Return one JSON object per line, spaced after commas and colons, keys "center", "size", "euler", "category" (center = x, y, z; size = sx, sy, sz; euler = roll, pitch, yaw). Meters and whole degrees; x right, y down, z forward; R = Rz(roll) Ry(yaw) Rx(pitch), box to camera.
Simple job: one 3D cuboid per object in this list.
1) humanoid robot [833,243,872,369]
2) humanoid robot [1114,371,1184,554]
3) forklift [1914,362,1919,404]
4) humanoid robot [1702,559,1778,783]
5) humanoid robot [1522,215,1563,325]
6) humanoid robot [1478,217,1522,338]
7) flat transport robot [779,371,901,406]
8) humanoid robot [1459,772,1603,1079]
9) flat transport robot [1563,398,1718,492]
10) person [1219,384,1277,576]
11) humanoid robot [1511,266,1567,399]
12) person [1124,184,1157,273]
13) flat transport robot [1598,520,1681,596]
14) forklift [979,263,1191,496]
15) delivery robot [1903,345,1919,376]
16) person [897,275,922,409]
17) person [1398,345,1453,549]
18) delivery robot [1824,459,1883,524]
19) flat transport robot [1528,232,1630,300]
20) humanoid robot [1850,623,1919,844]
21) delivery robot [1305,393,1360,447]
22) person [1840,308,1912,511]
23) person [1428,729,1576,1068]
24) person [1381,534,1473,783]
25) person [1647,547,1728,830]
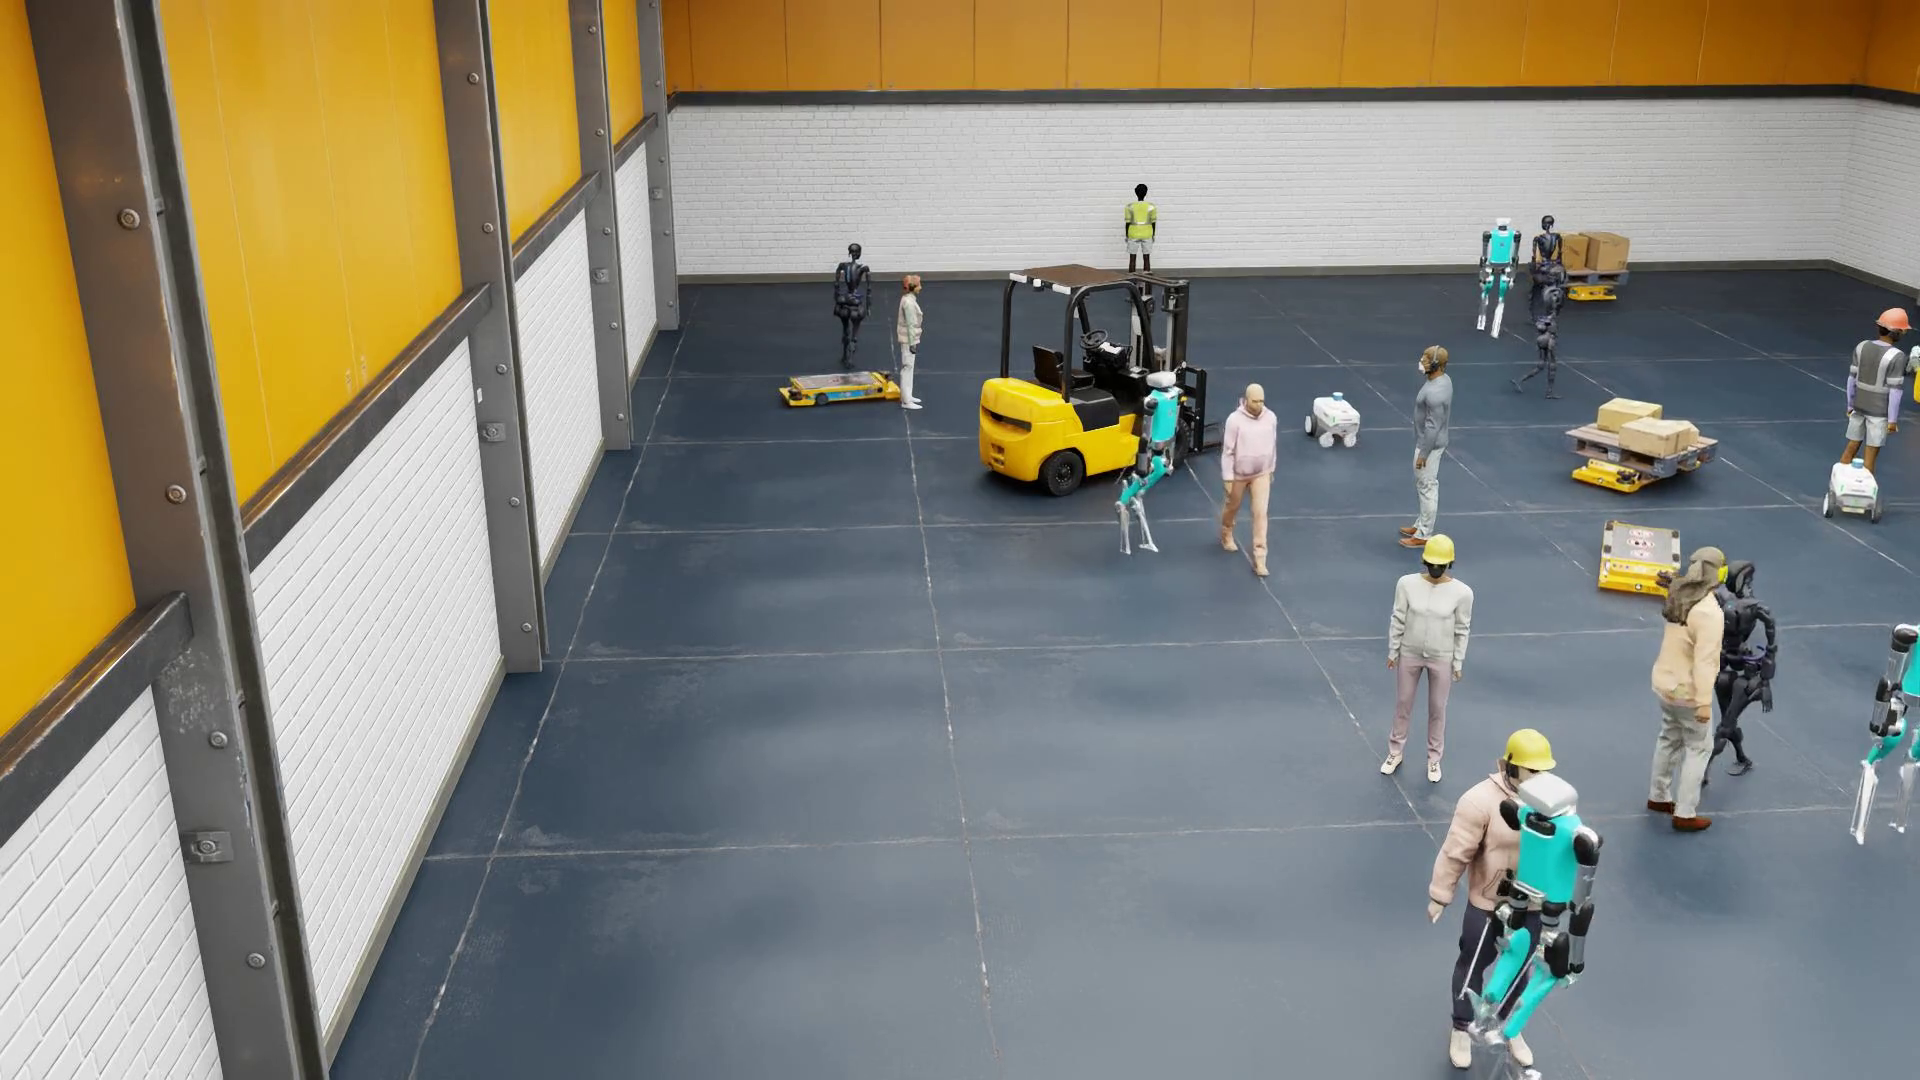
{"center": [-1.431, -3.129, 22.132], "size": [0.590, 1.629, 0.582], "euler": [9, 22, 23], "category": "humanoid robot"}
{"center": [1.694, -0.707, 15.468], "size": [0.643, 1.825, 0.542], "euler": [17, 26, 39], "category": "humanoid robot"}
{"center": [12.602, -2.435, 19.475], "size": [2.313, 2.155, 1.214], "euler": [-1, 20, -4], "category": "forklift"}
{"center": [5.225, 0.883, 11.226], "size": [0.706, 1.616, 0.610], "euler": [-12, 23, -30], "category": "humanoid robot"}
{"center": [8.519, -3.915, 24.263], "size": [0.615, 1.633, 0.579], "euler": [-9, 22, -23], "category": "humanoid robot"}
{"center": [7.648, -3.794, 23.845], "size": [0.547, 1.784, 0.968], "euler": [2, 20, 7], "category": "humanoid robot"}
{"center": [-1.496, -1.889, 20.775], "size": [1.431, 0.231, 0.659], "euler": [-7, 21, -17], "category": "flat transport robot"}
{"center": [2.621, 2.056, 8.040], "size": [0.745, 1.863, 0.531], "euler": [-13, 24, -32], "category": "humanoid robot"}
{"center": [7.254, -0.804, 17.819], "size": [1.431, 0.231, 0.659], "euler": [-15, 25, -36], "category": "flat transport robot"}
{"center": [2.625, -0.618, 15.190], "size": [0.547, 1.735, 0.939], "euler": [-3, 20, -7], "category": "person"}
{"center": [7.268, -2.577, 20.684], "size": [0.594, 1.651, 0.585], "euler": [4, 21, 11], "category": "humanoid robot"}
{"center": [2.920, -4.920, 26.955], "size": [0.534, 1.699, 0.318], "euler": [1, 20, 2], "category": "person"}
{"center": [6.213, 0.158, 15.197], "size": [0.659, 0.231, 1.431], "euler": [8, 22, 20], "category": "flat transport robot"}
{"center": [1.315, -1.764, 17.646], "size": [2.313, 2.155, 1.214], "euler": [-14, 24, -33], "category": "forklift"}
{"center": [12.708, -2.389, 21.709], "size": [0.787, 0.587, 0.499], "euler": [-16, 25, -36], "category": "delivery robot"}
{"center": [-0.610, -2.412, 20.222], "size": [0.313, 1.632, 0.518], "euler": [-2, 20, -4], "category": "person"}
{"center": [4.379, -0.875, 15.591], "size": [0.373, 1.940, 0.630], "euler": [6, 21, 17], "category": "person"}
{"center": [8.912, -0.510, 16.595], "size": [0.499, 0.590, 0.789], "euler": [7, 21, 19], "category": "delivery robot"}
{"center": [9.897, -4.080, 26.743], "size": [0.659, 0.231, 1.431], "euler": [-3, 20, -9], "category": "flat transport robot"}
{"center": [5.970, 1.113, 10.528], "size": [0.532, 1.803, 0.789], "euler": [4, 20, 10], "category": "humanoid robot"}
{"center": [4.272, -1.385, 19.013], "size": [0.525, 0.613, 0.785], "euler": [-2, 20, -7], "category": "delivery robot"}
{"center": [9.152, -1.313, 16.635], "size": [0.389, 2.040, 0.613], "euler": [-6, 21, -15], "category": "person"}
{"center": [2.766, 1.792, 8.421], "size": [0.812, 1.870, 0.405], "euler": [-1, 20, -2], "category": "person"}
{"center": [3.167, 0.792, 11.293], "size": [0.524, 1.770, 0.304], "euler": [8, 22, 21], "category": "person"}
{"center": [4.709, 0.958, 10.743], "size": [0.440, 1.865, 0.594], "euler": [-1, 20, -2], "category": "person"}
